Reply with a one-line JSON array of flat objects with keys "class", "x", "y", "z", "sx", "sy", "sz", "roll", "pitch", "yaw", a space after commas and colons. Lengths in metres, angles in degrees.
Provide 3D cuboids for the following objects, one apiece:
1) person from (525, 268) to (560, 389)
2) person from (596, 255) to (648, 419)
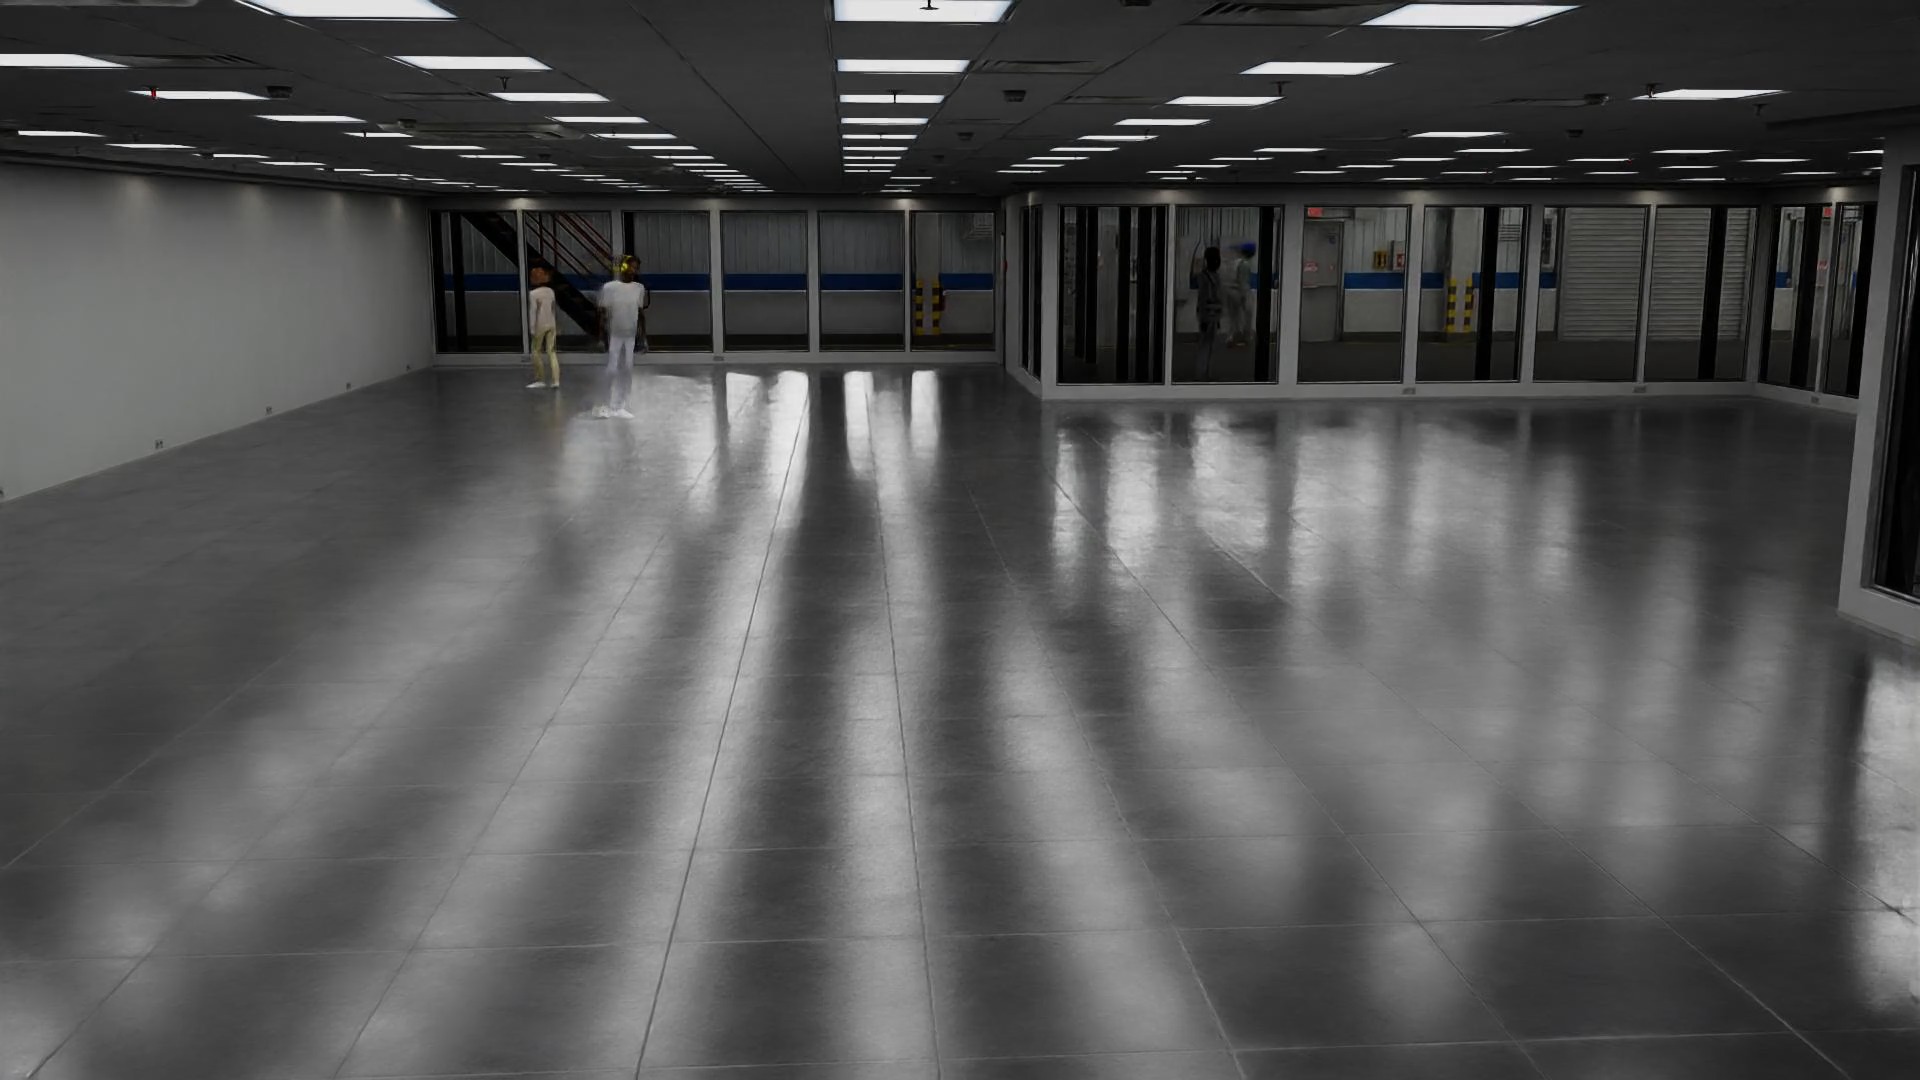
[{"class": "person", "x": -5.530, "y": -2.803, "z": 22.120, "sx": 0.562, "sy": 1.601, "sz": 0.567, "roll": 6, "pitch": 12, "yaw": 30}, {"class": "person", "x": -3.787, "y": -2.266, "z": 18.630, "sx": 0.573, "sy": 1.836, "sz": 0.373, "roll": -7, "pitch": 13, "yaw": -35}]
